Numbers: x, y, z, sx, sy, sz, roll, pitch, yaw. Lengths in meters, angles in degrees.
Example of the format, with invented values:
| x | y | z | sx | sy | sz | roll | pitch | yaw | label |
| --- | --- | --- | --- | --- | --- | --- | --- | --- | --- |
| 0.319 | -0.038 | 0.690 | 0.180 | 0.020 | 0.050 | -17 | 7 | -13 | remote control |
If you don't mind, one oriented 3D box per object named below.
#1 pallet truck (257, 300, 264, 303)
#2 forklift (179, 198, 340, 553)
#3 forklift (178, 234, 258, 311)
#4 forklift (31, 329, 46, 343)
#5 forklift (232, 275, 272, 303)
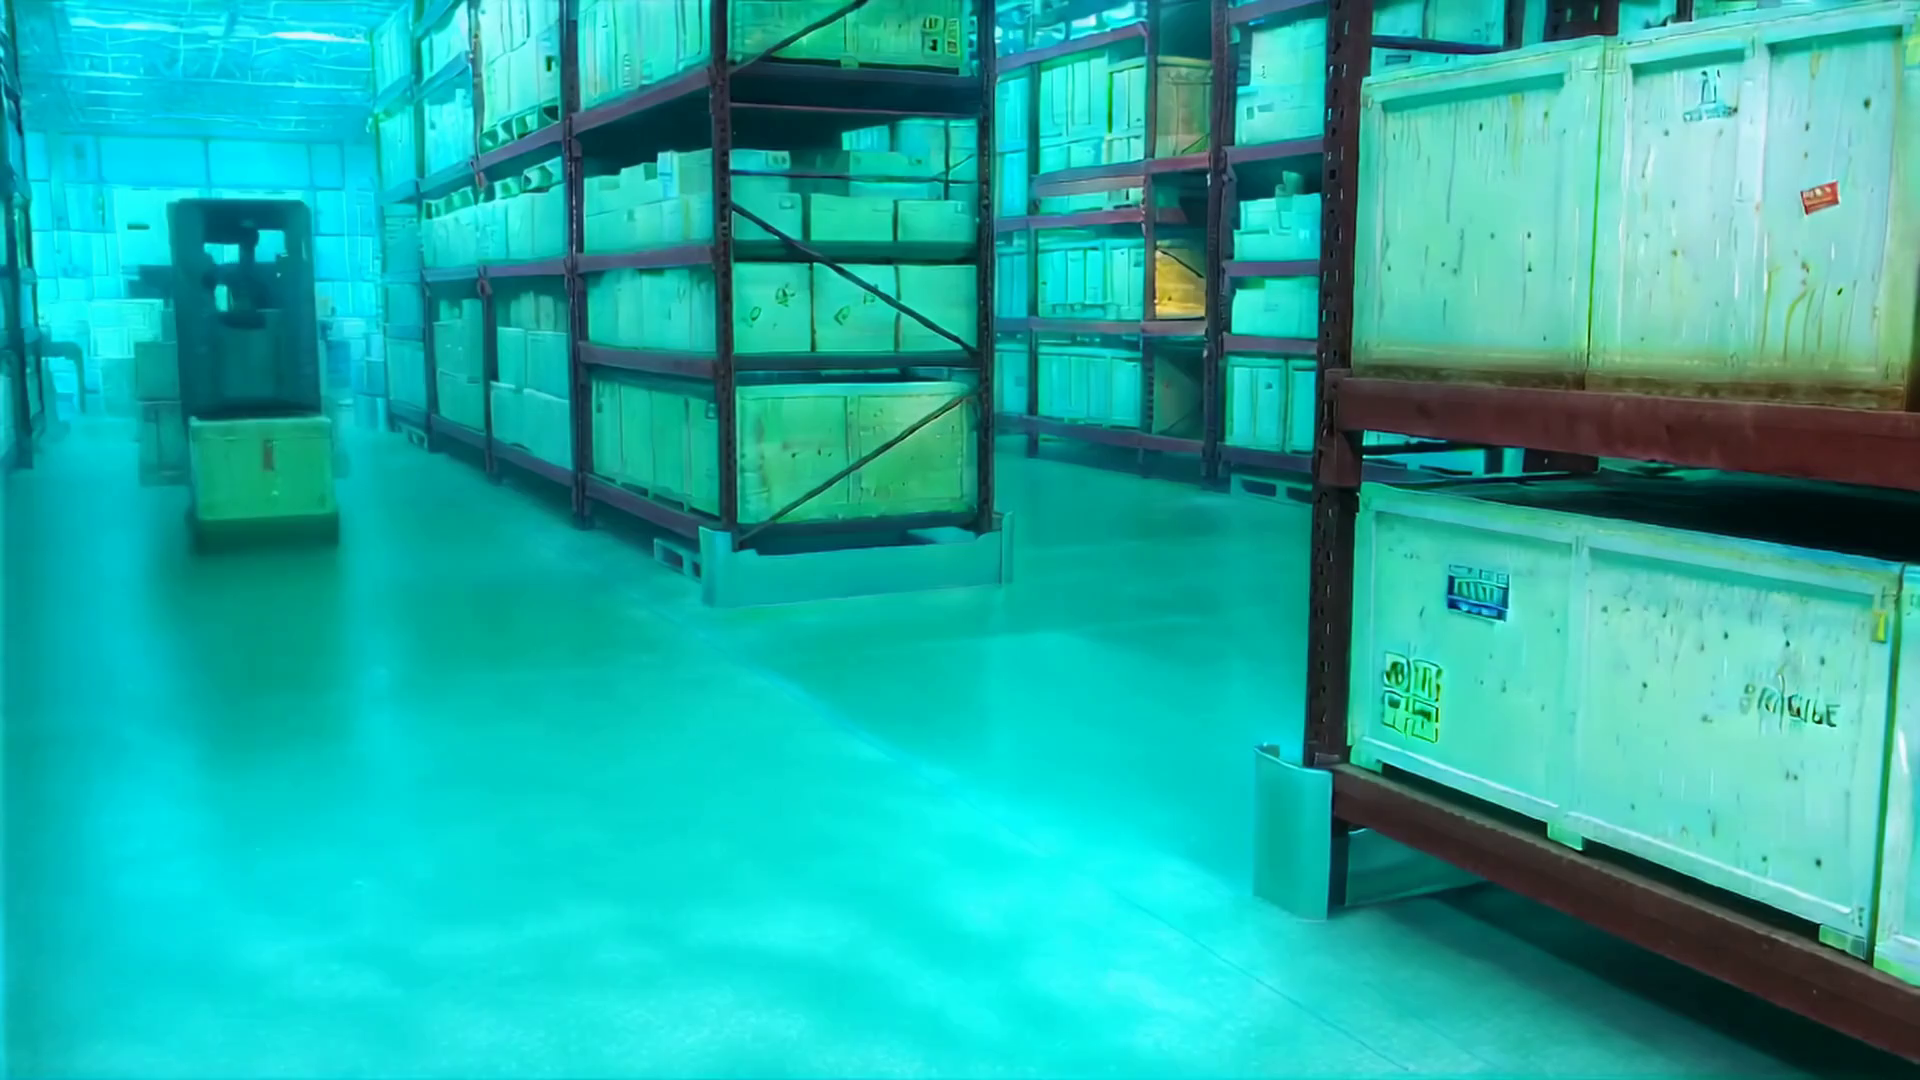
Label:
| x | y | z | sx | sy | sz | roll | pitch | yaw | label |
| --- | --- | --- | --- | --- | --- | --- | --- | --- | --- |
| -23.913 | -7.404 | 58.171 | 1.885 | 1.965 | 0.823 | -1 | 8 | -9 | pallet truck |
| -5.828 | -1.393 | 13.693 | 1.129 | 2.768 | 1.873 | -4 | 9 | -26 | forklift |
| -9.370 | -2.475 | 21.156 | 1.873 | 2.768 | 1.129 | 7 | 11 | 38 | forklift |
| -28.971 | -6.828 | 51.173 | 1.129 | 2.768 | 1.873 | -7 | 11 | -41 | forklift |
| -17.145 | -5.261 | 40.370 | 1.129 | 2.768 | 1.873 | -4 | 9 | -26 | forklift |
